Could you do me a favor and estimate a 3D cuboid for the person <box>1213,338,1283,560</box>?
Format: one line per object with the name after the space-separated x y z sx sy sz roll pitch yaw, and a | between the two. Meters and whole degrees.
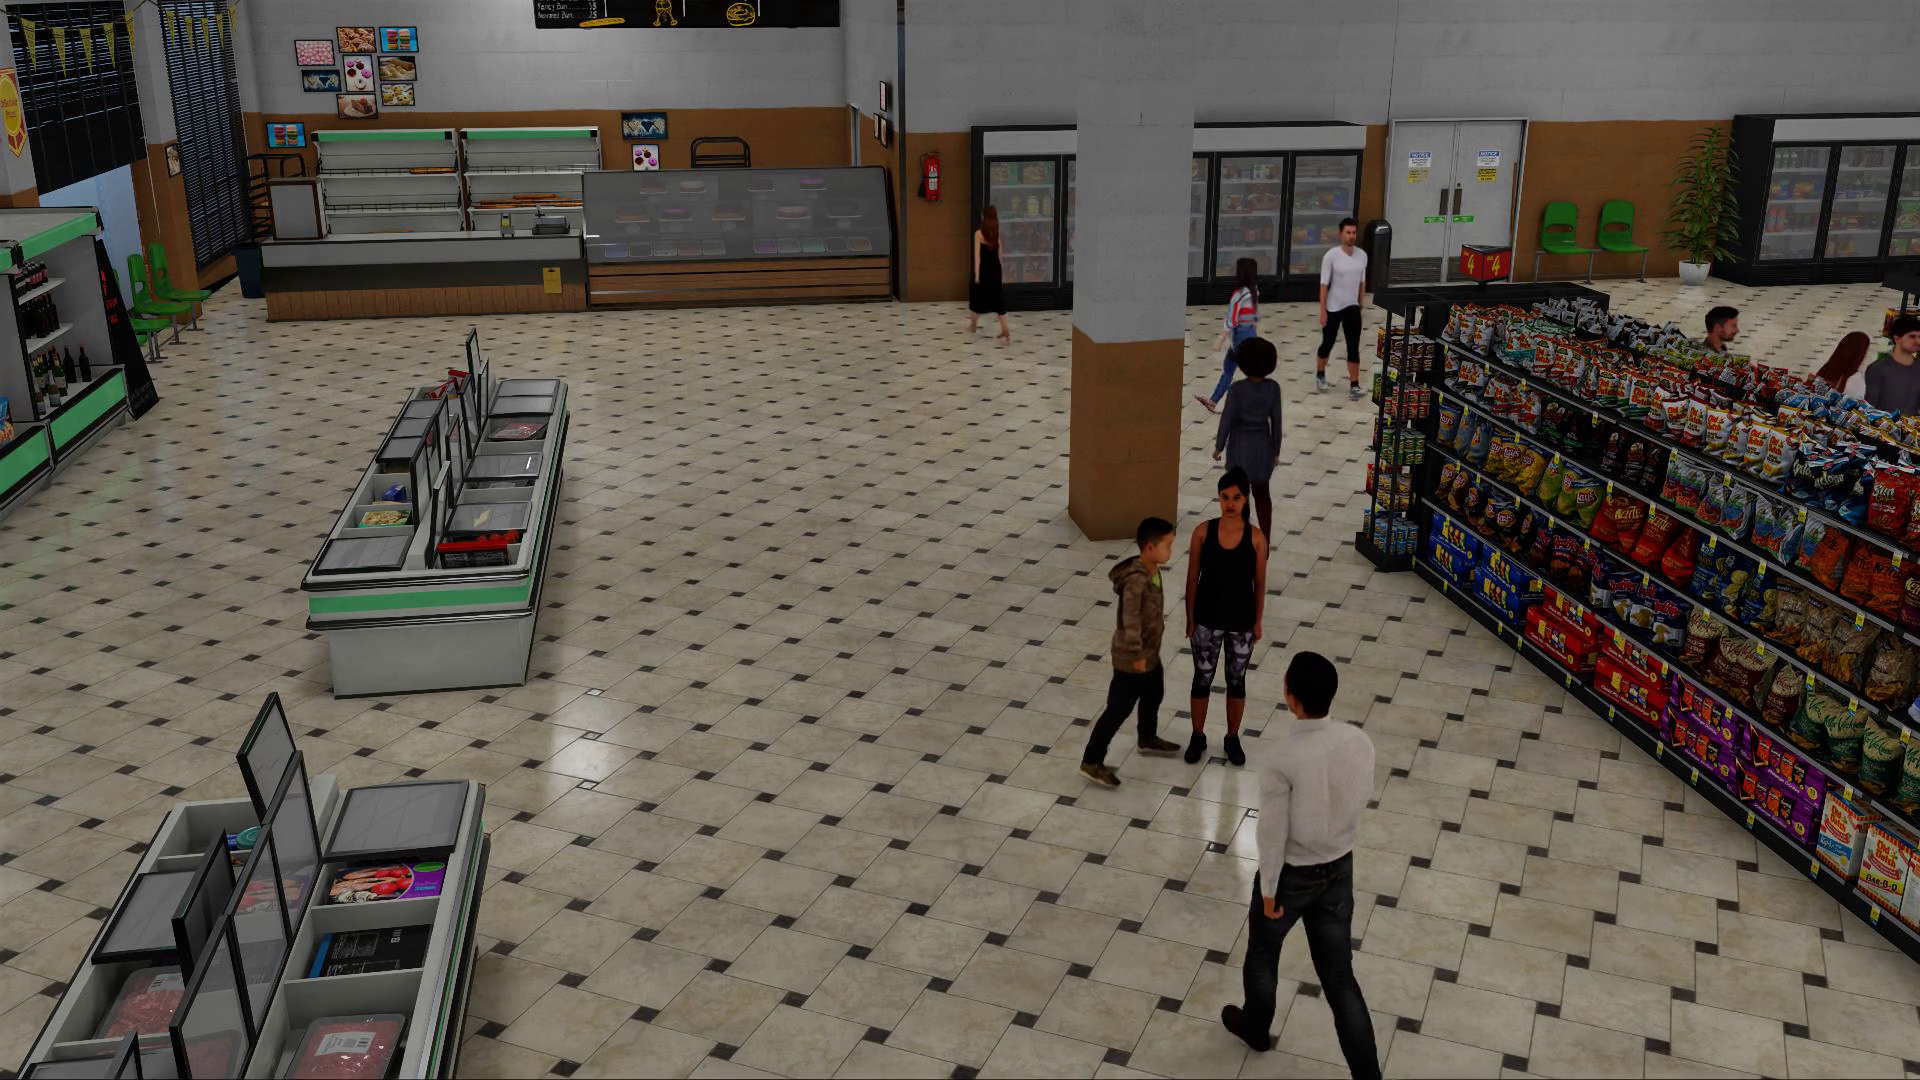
2.109 -0.595 11.989 0.598 1.702 0.643 -3 19 -9 | person

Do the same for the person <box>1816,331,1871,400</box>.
6.222 -0.633 12.059 0.758 1.729 0.622 -2 19 -6 | person

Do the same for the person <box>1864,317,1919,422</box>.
6.721 -0.730 12.182 0.715 1.834 0.860 -5 19 -14 | person

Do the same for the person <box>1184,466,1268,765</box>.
1.441 0.415 9.060 0.632 1.660 0.601 2 19 7 | person

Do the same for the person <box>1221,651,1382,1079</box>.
1.365 1.311 6.217 0.817 1.777 1.211 -7 20 -19 | person

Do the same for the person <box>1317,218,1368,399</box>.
3.882 -2.378 17.117 0.711 1.805 1.183 -4 19 -11 | person

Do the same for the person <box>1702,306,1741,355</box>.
5.518 -0.840 12.489 1.225 1.846 1.106 15 24 37 | person

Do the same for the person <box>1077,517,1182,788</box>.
0.958 0.577 8.942 0.942 1.428 0.834 8 20 23 | person

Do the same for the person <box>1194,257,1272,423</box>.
2.820 -1.891 16.044 1.073 1.567 1.074 10 21 27 | person

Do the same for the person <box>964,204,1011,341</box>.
0.383 -3.130 19.700 0.871 1.579 1.178 -12 22 -31 | person
